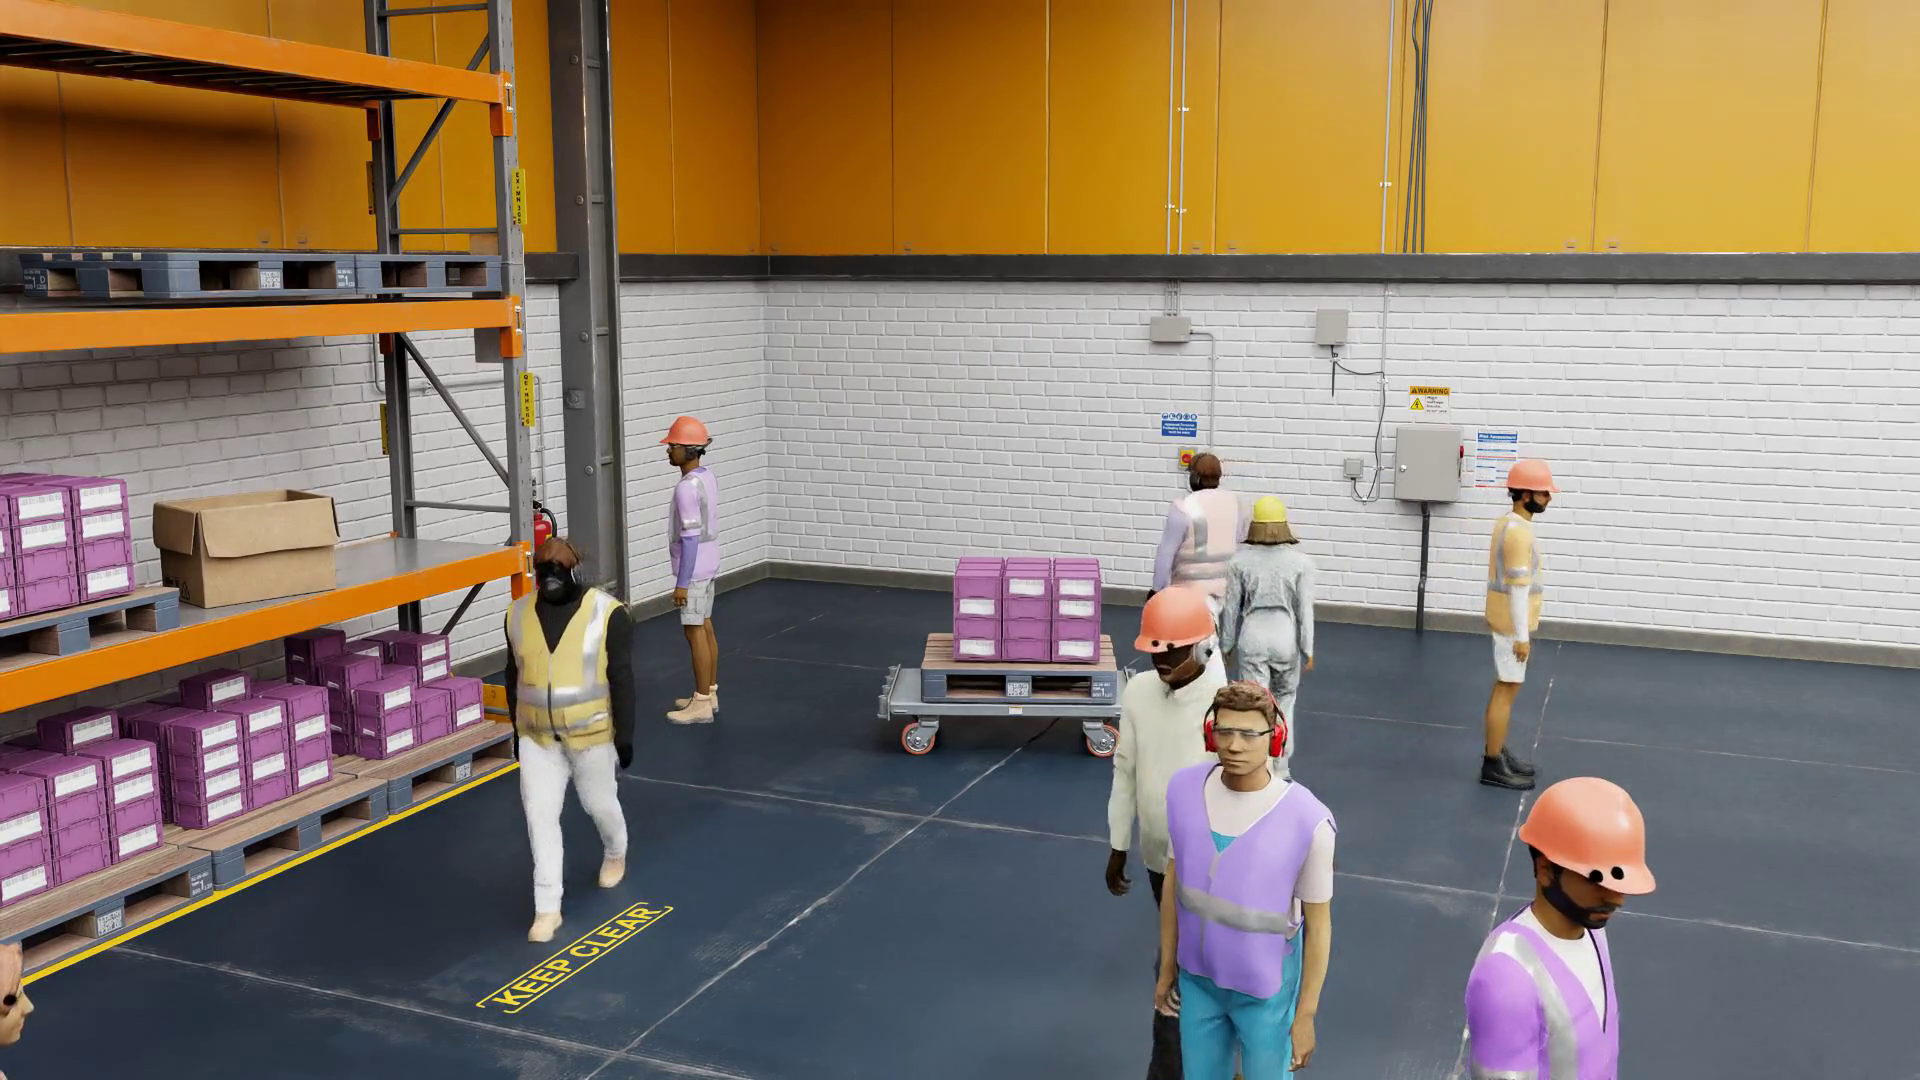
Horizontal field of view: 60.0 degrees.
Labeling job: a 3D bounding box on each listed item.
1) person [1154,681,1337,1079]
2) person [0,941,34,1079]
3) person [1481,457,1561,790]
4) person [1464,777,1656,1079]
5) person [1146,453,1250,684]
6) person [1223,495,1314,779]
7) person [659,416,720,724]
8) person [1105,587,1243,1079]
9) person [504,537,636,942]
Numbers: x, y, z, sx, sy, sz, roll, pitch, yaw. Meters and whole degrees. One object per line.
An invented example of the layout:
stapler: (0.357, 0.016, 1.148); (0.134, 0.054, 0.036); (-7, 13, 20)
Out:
person: (0.831, 1.310, 4.920); (0.565, 1.849, 0.388); (8, 13, 41)
person: (-2.088, 1.648, 3.550); (0.318, 1.630, 0.512); (-7, 12, -36)
person: (3.262, 0.479, 9.704); (0.377, 1.934, 0.552); (2, 10, 13)
person: (1.330, 1.462, 3.763); (0.384, 1.930, 0.547); (7, 12, 37)
person: (1.568, 0.308, 11.163); (0.629, 1.789, 0.965); (-6, 11, -34)
person: (1.779, 0.593, 9.632); (0.516, 1.713, 0.691); (2, 10, 10)
person: (-1.787, 0.198, 11.061); (0.363, 2.048, 0.608); (1, 9, 3)
person: (0.866, 1.102, 5.935); (0.974, 1.953, 0.636); (-7, 12, -37)
person: (-1.800, 0.863, 7.753); (0.630, 1.811, 0.875); (1, 9, 6)
